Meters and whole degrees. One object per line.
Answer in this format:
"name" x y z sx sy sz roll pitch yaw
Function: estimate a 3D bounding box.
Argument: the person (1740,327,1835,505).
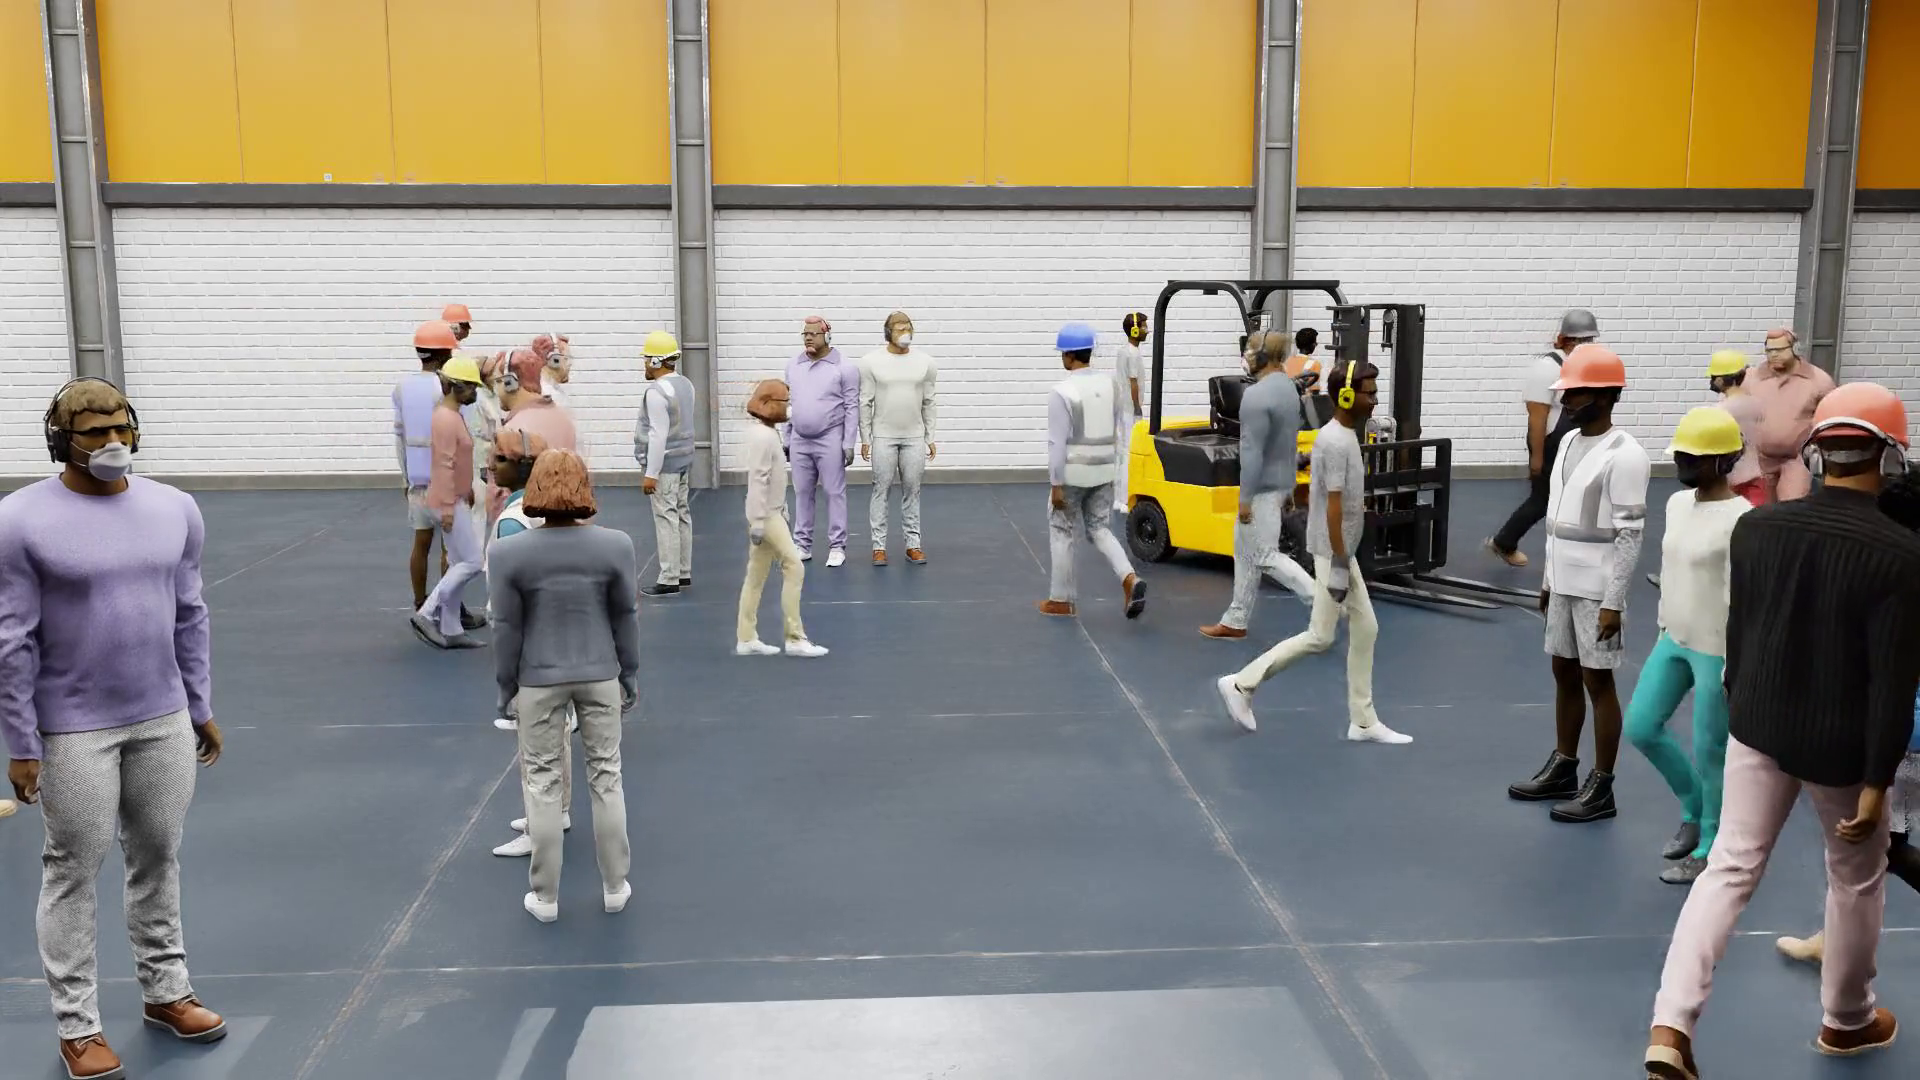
"person" 5.805 -0.570 11.755 0.681 1.851 1.018 7 11 36

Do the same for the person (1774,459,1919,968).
"person" 2.917 0.596 5.005 0.571 1.653 0.734 -8 12 -41

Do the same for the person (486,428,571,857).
"person" -1.648 0.386 6.381 0.309 1.643 0.514 0 9 -1

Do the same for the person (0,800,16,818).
"person" -3.983 0.288 6.439 0.472 1.831 0.751 -5 10 -27

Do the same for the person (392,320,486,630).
"person" -3.242 -0.395 10.366 0.551 1.935 0.372 4 10 24

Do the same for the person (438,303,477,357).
"person" -4.559 -1.185 15.285 0.990 1.941 0.646 -4 10 -22

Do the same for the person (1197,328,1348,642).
"person" 1.869 -0.293 9.808 0.880 1.916 0.636 4 10 26

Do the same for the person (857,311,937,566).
"person" -0.473 -0.771 12.724 0.630 1.939 0.370 -3 9 -15

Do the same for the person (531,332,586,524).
"person" -2.360 -0.255 9.640 0.488 1.890 0.681 -4 10 -24

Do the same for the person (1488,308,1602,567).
"person" 4.319 -0.722 12.091 0.709 2.000 0.900 -5 10 -30

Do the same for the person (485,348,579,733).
"person" -1.991 0.026 7.926 0.547 1.878 0.648 1 9 8

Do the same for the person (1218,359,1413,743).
"person" 1.689 0.064 7.836 0.864 1.838 0.537 2 9 14

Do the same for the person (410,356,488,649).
"person" -2.962 -0.208 9.778 0.398 1.740 0.546 -2 9 -11

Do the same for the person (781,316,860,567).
"person" -1.087 -0.747 12.664 0.640 1.910 0.407 4 10 21

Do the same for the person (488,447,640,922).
"person" -1.347 0.496 5.716 0.500 1.633 0.285 -3 10 -20

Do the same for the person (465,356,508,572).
"person" -3.420 -0.553 12.333 0.635 1.615 0.531 2 9 13

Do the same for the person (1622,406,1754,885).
"person" 2.659 0.390 5.988 0.394 1.749 0.541 -2 9 -11

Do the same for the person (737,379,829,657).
"person" -1.010 -0.121 9.621 0.655 1.608 0.535 -1 9 -4

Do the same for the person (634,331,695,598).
"person" -2.039 -0.519 11.465 0.403 1.834 0.588 2 9 12

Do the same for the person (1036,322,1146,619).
"person" 0.827 -0.418 10.559 0.620 1.923 0.750 -7 11 -37

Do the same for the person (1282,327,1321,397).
"person" 3.454 -1.296 16.797 0.318 1.691 0.532 -5 10 -30

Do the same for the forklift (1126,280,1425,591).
"forklift" 2.301 -0.860 12.475 1.214 2.155 2.313 -6 11 -35

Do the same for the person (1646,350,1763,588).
"person" 5.160 -0.413 11.185 0.536 1.708 0.944 -6 11 -32

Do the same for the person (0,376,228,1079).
"person" -2.362 0.515 4.648 0.373 1.940 0.630 6 11 33

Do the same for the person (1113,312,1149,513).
"person" 1.611 -1.188 15.551 0.333 1.873 0.520 -1 9 -7

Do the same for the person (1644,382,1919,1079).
"person" 2.241 0.545 4.488 1.020 1.943 0.619 -6 11 -33

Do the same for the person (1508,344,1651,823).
"person" 2.530 0.177 6.773 0.358 1.938 0.542 -2 9 -12
